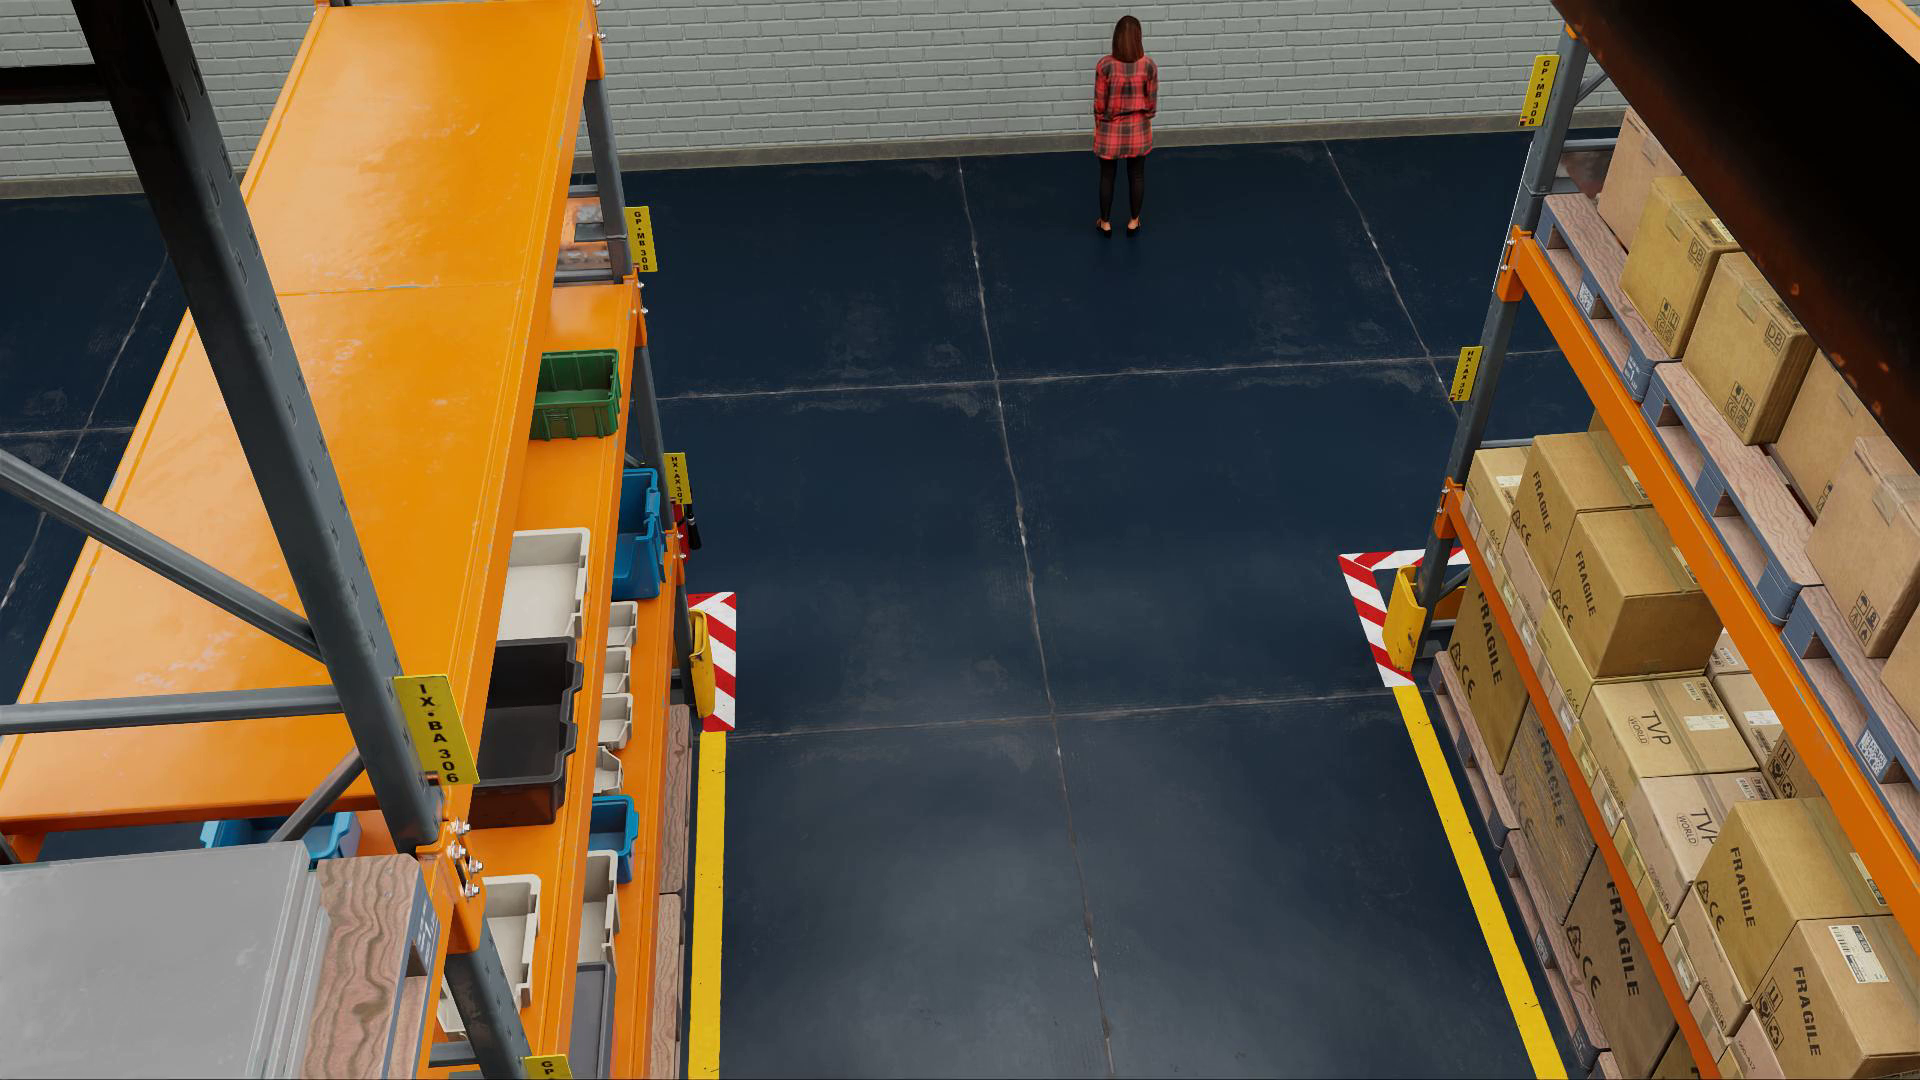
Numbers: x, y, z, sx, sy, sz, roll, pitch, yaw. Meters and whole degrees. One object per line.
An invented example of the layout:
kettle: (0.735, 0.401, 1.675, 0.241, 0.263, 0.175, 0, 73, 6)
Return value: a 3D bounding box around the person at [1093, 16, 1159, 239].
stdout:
person: (1.180, -2.967, 12.034, 0.632, 1.701, 0.587, 1, 43, 1)
